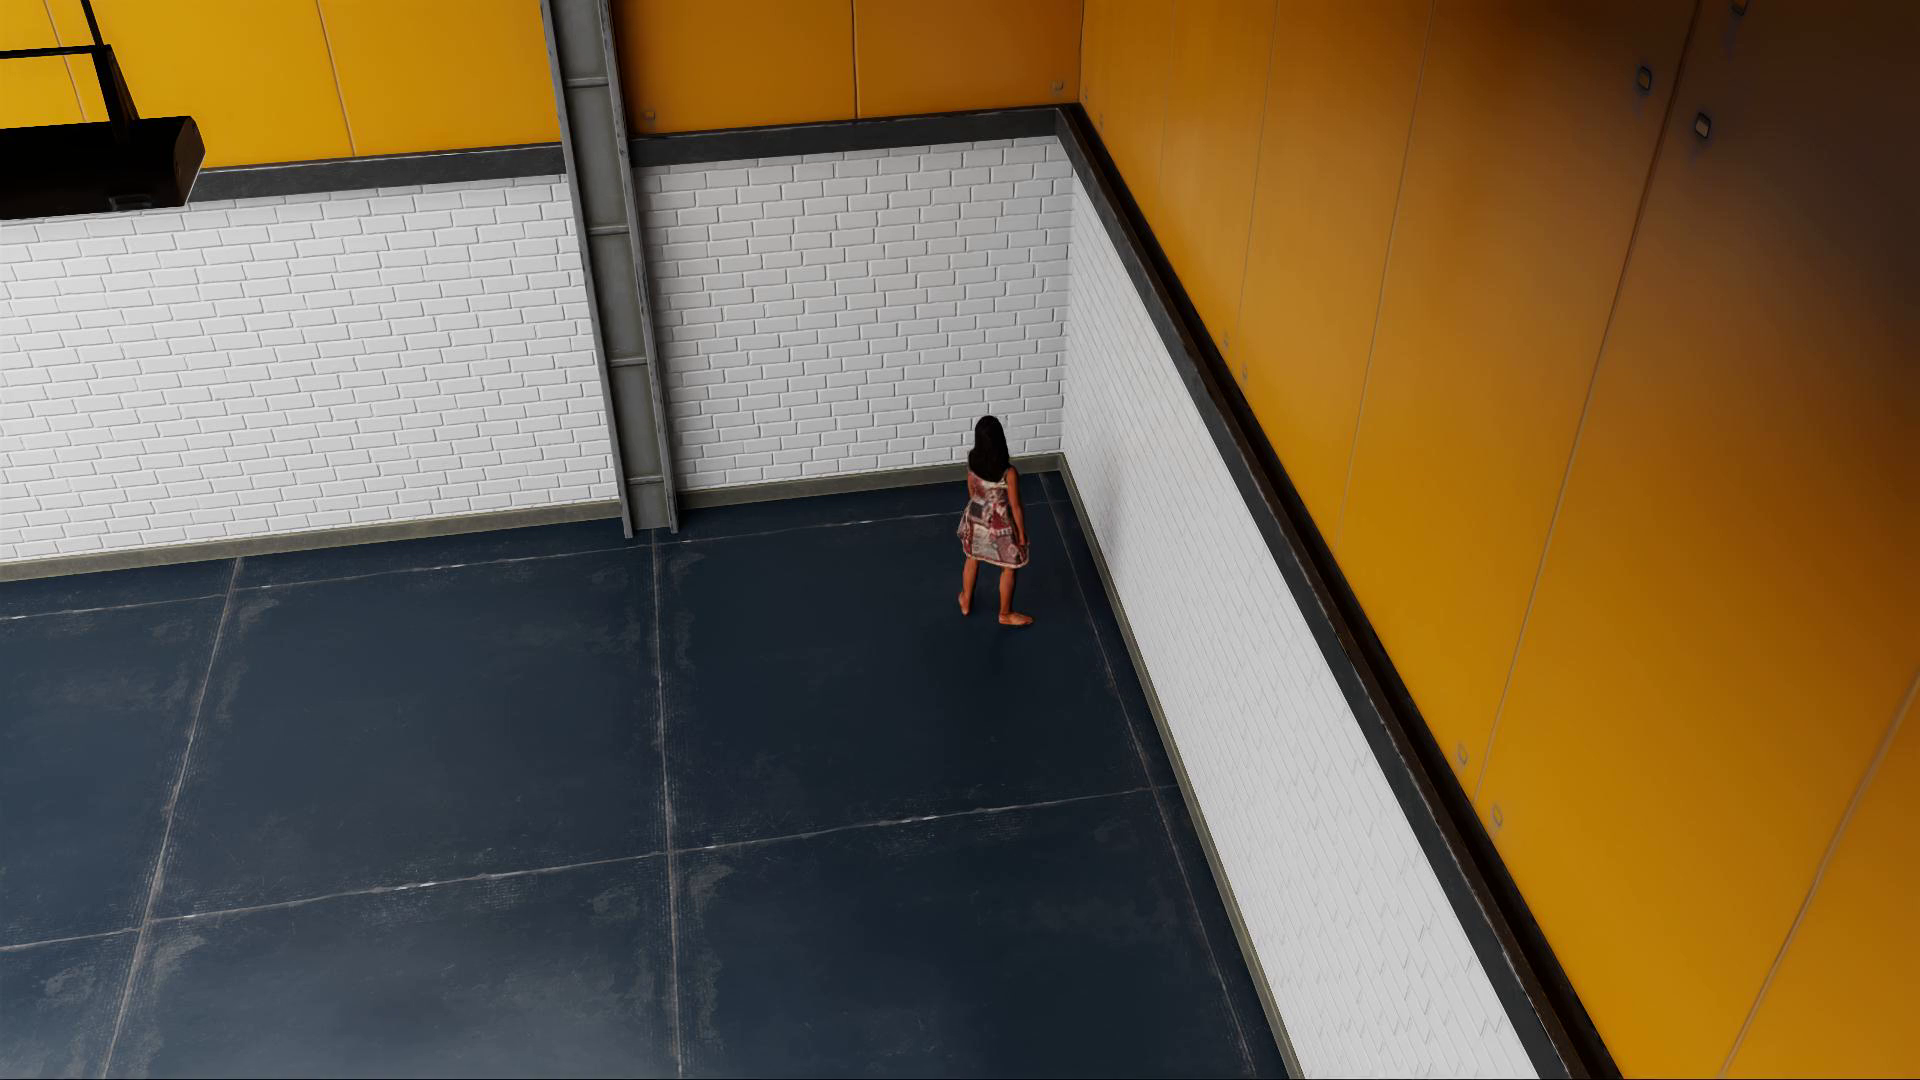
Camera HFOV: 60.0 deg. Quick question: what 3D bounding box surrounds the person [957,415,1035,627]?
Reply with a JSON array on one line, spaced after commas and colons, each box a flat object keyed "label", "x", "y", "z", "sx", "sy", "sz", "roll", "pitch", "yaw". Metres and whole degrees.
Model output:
[{"label": "person", "x": 0.244, "y": -0.110, "z": 11.176, "sx": 0.867, "sy": 1.629, "sz": 0.811, "roll": -26, "pitch": 45, "yaw": -29}]
